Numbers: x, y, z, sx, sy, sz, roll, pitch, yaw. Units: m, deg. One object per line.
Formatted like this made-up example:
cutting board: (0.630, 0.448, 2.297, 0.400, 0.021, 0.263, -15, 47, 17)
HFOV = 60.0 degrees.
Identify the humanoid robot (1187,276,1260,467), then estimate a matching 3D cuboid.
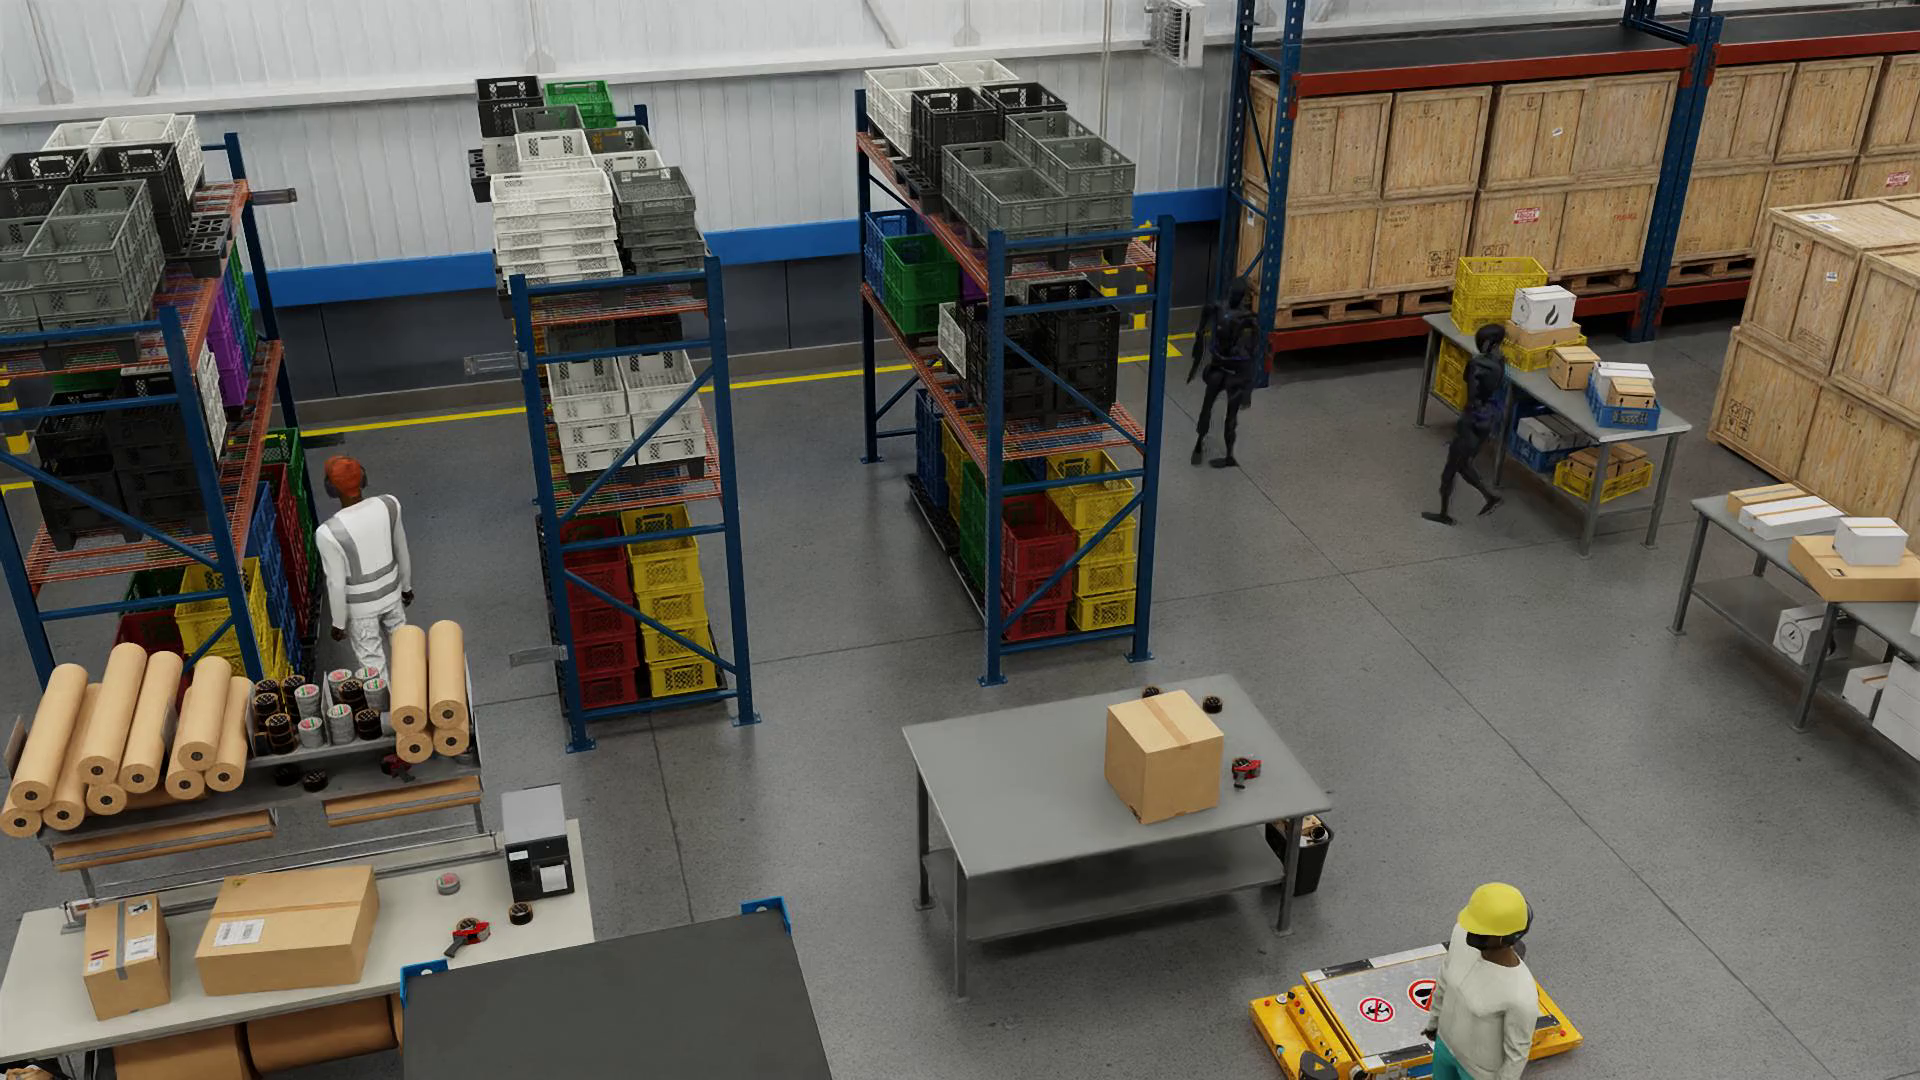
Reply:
humanoid robot: (2.077, -1.319, 13.125, 0.626, 1.648, 0.365, 21, 35, 33)

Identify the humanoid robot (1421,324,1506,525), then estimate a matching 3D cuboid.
humanoid robot: (3.803, -0.865, 12.291, 0.487, 1.635, 0.624, 19, 34, 30)

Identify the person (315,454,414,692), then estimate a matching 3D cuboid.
person: (-3.476, 0.362, 9.826, 0.341, 1.882, 0.584, 17, 33, 28)

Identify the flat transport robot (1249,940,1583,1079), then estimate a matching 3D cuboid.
flat transport robot: (2.184, 2.282, 7.980, 1.431, 0.197, 0.652, -8, 30, -14)

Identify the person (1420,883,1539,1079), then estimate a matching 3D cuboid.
person: (2.076, 2.101, 6.784, 0.309, 1.768, 0.521, -10, 30, -18)
